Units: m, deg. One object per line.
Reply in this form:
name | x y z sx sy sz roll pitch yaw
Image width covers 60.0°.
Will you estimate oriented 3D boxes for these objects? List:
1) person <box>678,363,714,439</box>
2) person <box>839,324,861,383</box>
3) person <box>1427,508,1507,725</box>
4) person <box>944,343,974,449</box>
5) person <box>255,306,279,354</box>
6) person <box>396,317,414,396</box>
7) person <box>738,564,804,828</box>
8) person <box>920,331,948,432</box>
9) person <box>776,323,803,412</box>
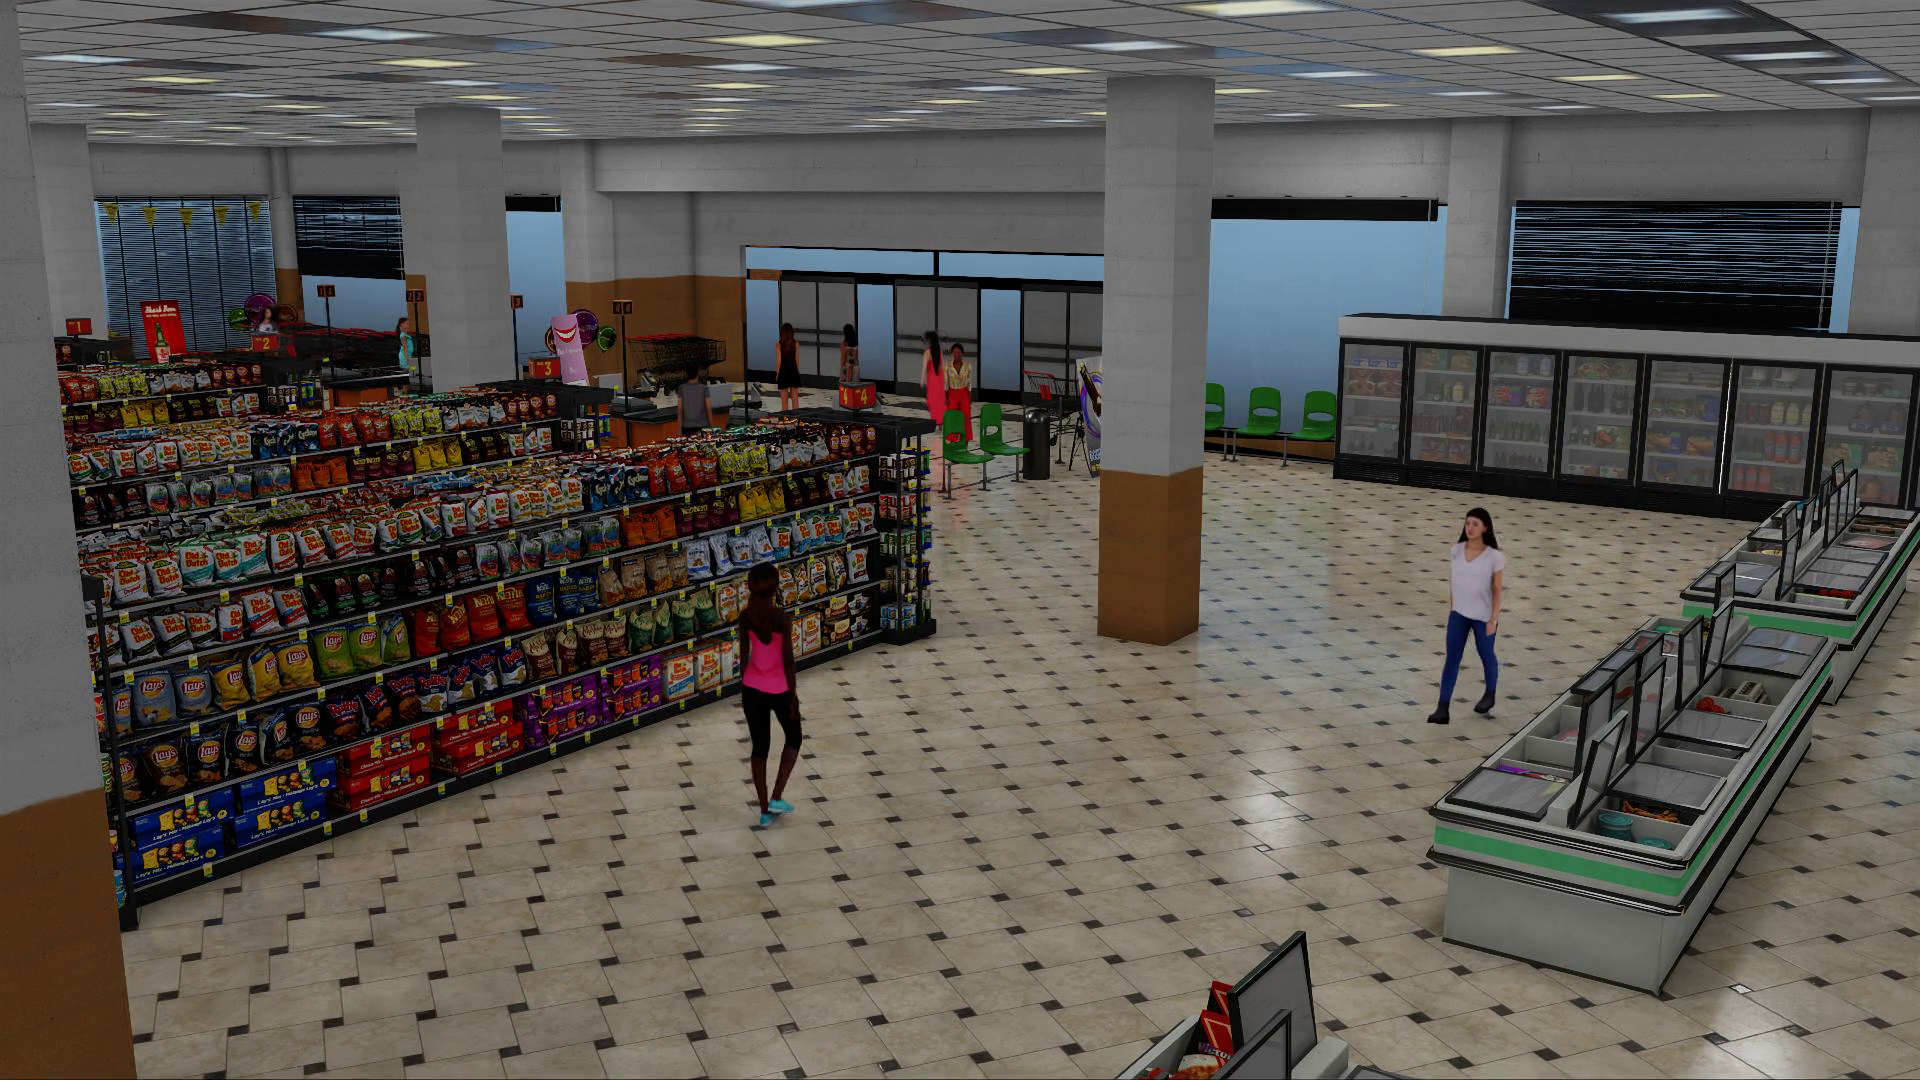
person | -3.574 -1.512 22.460 0.701 1.754 0.720 0 12 0
person | -2.007 -3.123 30.376 0.716 1.644 0.468 9 15 37
person | 3.966 0.607 12.681 0.737 1.636 1.142 12 17 44
person | -0.024 -2.072 25.028 0.669 1.791 0.720 -2 12 -8
person | -14.280 -3.977 34.420 0.906 1.649 1.233 3 12 14
person | -11.033 -3.648 33.078 0.678 1.558 0.640 -5 13 -21
person | -1.258 1.009 10.582 0.661 1.714 0.683 4 13 19
person | -0.378 -2.640 27.987 0.710 1.684 0.882 -6 13 -25
person | -2.911 -2.763 28.204 0.631 1.835 0.727 -5 13 -21
